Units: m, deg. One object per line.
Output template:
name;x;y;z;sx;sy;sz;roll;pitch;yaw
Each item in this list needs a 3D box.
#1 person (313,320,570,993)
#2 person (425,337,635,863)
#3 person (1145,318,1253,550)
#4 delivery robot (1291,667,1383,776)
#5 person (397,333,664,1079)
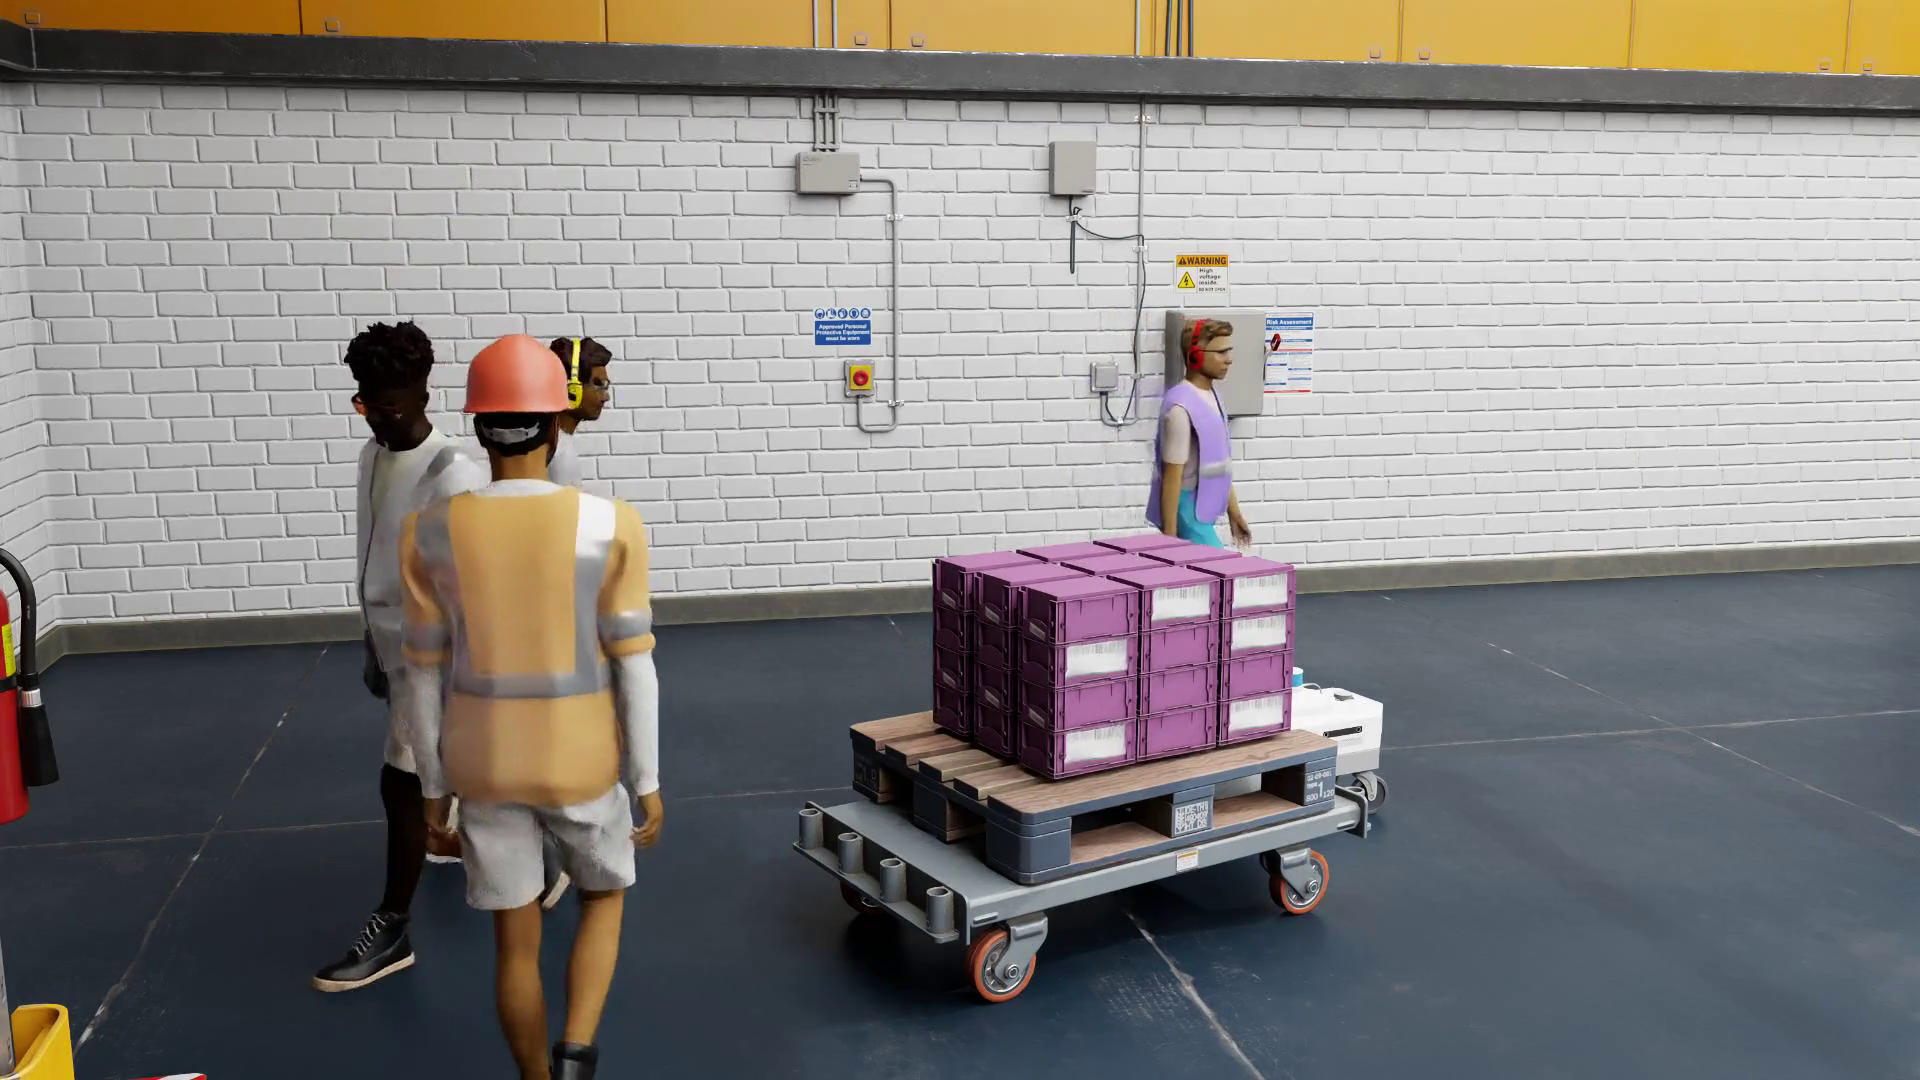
person;-1.497;0.310;4.898;0.873;1.919;0.638;-10;14;-43
person;-1.502;0.238;5.565;0.704;1.821;0.547;-6;12;-31
person;1.019;-0.084;7.366;0.963;1.804;0.566;3;11;17
delivery robot;1.210;0.712;6.146;0.707;0.478;0.477;-5;11;-27
person;-0.957;0.505;3.753;0.568;1.924;0.454;-1;10;-6
